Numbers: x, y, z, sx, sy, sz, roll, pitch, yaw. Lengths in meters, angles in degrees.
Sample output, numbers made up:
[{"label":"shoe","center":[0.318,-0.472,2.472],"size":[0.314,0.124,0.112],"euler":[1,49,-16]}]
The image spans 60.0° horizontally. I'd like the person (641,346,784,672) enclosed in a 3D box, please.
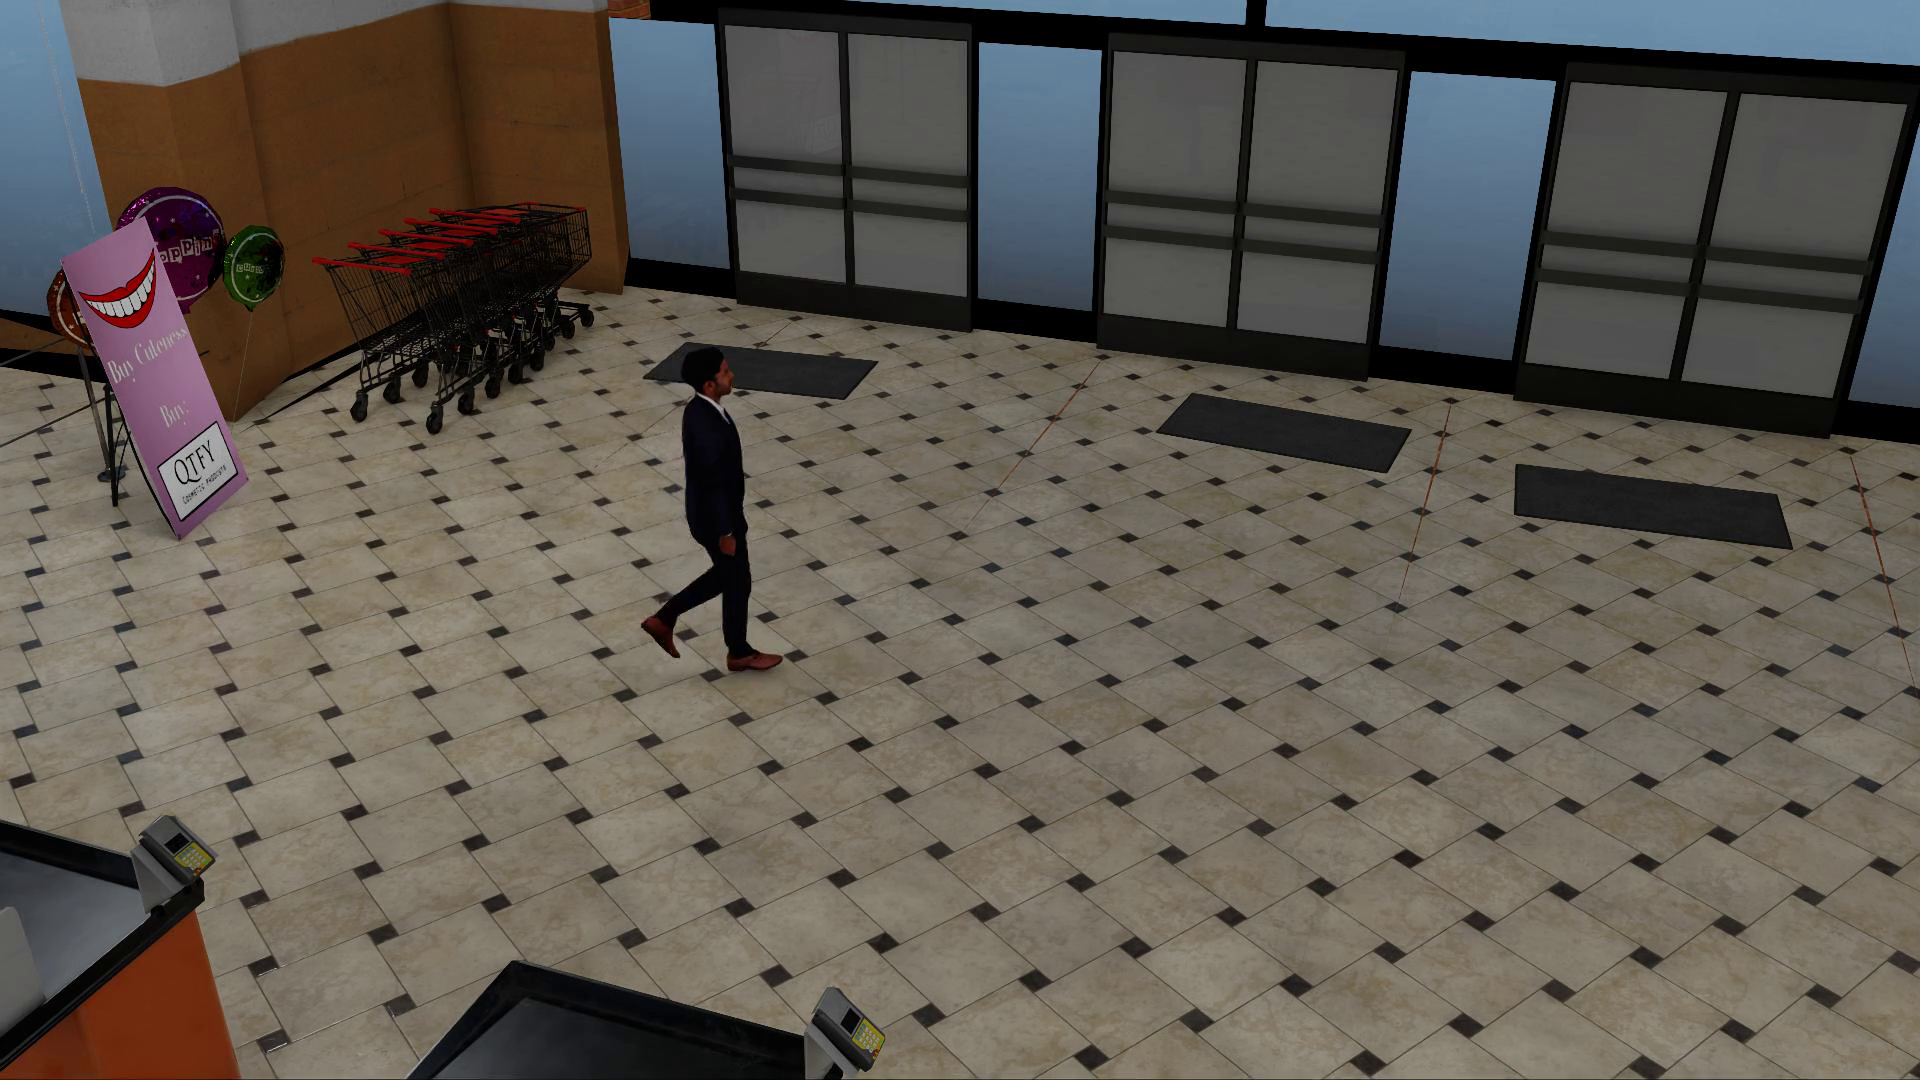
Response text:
[{"label":"person","center":[-1.241,-0.099,7.940],"size":[0.973,1.710,0.976],"euler":[-5,27,-10]}]
